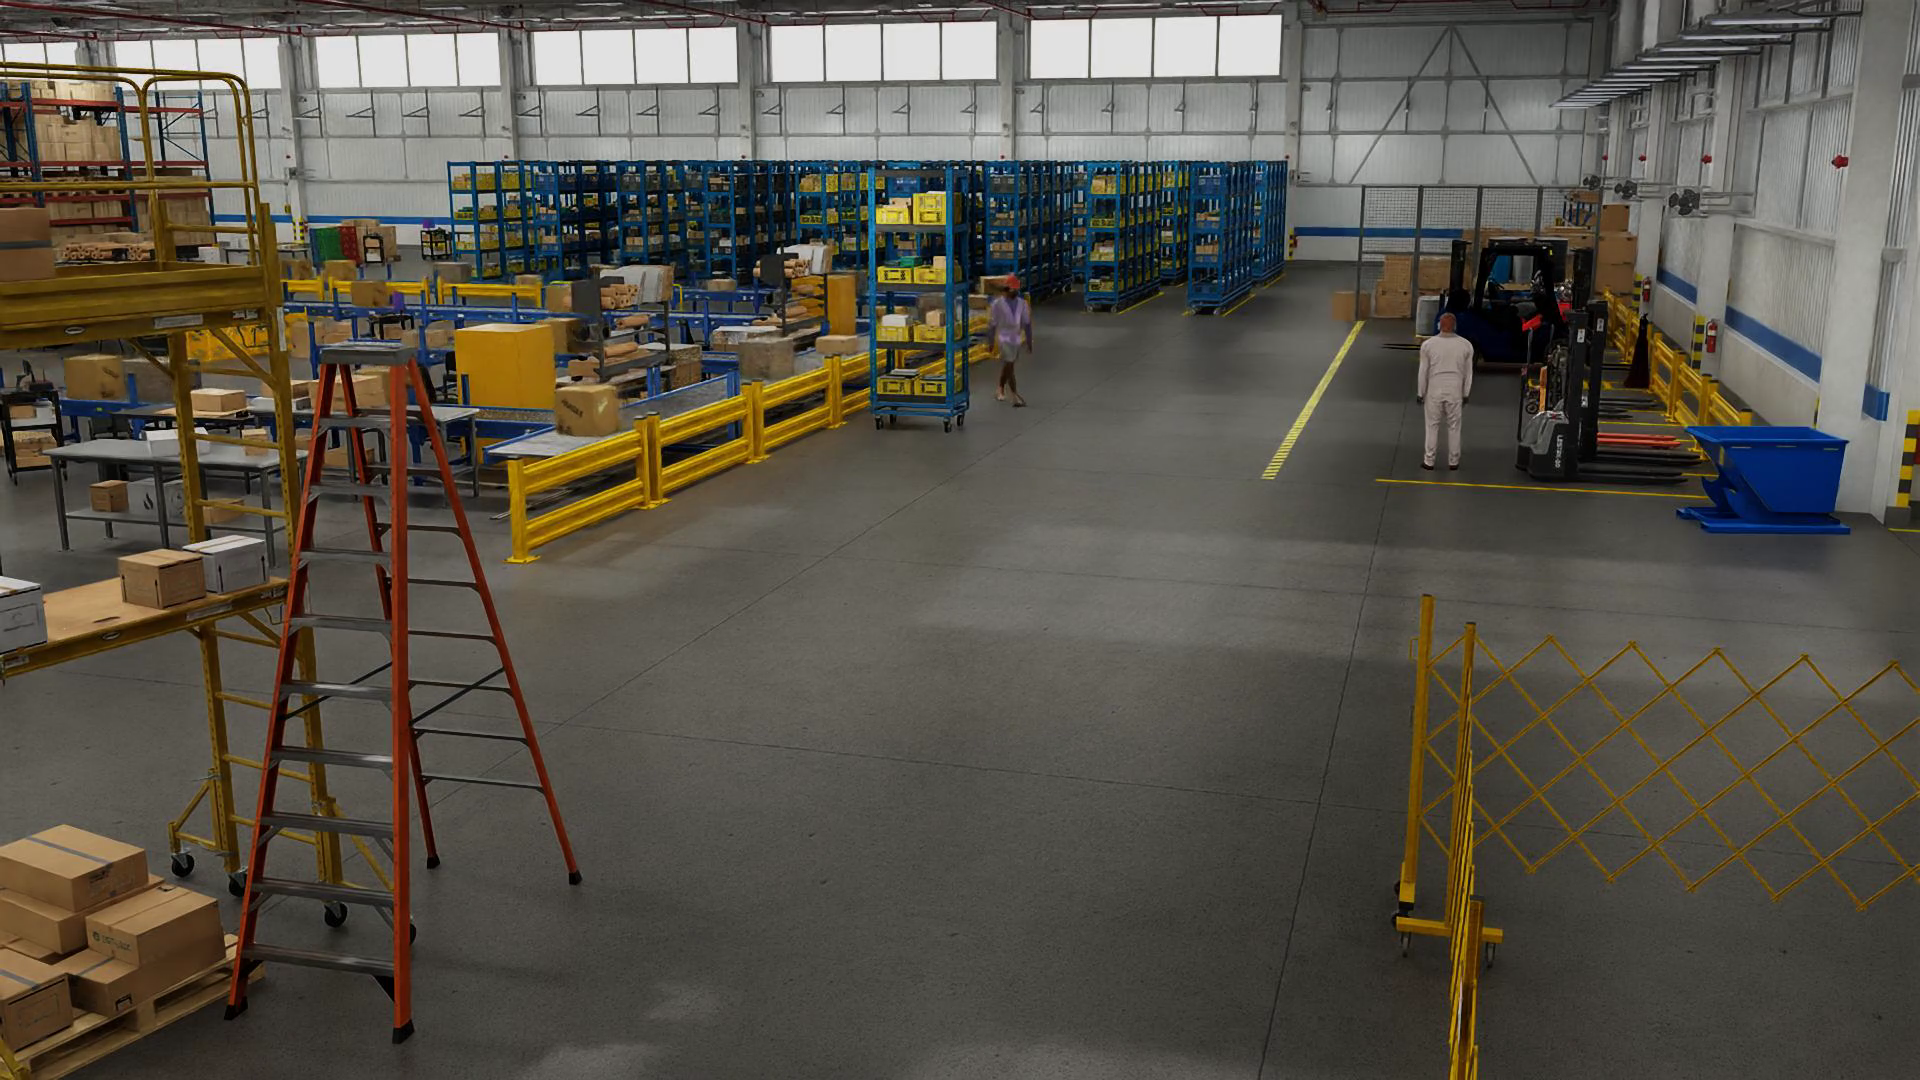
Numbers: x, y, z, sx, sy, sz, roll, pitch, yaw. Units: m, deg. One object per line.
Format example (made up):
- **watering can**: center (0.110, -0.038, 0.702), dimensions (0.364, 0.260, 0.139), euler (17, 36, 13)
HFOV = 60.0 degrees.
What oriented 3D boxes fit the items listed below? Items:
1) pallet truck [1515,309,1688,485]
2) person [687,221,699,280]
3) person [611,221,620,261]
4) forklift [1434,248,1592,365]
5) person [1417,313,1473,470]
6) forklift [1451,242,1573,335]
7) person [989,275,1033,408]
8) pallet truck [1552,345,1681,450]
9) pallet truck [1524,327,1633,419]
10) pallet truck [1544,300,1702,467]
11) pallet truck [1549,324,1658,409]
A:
- **pallet truck**: center (7.554, -1.677, 19.446), dimensions (1.885, 1.965, 0.823), euler (3, 13, 14)
- **person**: center (-8.148, -8.871, 50.878), dimensions (0.404, 1.830, 0.603), euler (-5, 14, -21)
- **person**: center (-10.465, -8.931, 50.904), dimensions (0.416, 1.943, 0.608), euler (7, 15, 29)
- **forklift**: center (9.780, -4.111, 29.280), dimensions (2.680, 1.987, 1.157), euler (3, 13, 14)
- **person**: center (5.850, -1.793, 20.144), dimensions (0.642, 1.909, 0.399), euler (1, 13, 4)
- **forklift**: center (10.464, -4.597, 31.405), dimensions (2.680, 1.987, 1.157), euler (4, 14, 16)
- **person**: center (0.767, -3.047, 25.395), dimensions (0.619, 1.987, 1.082), euler (-6, 14, -24)
- **pallet truck**: center (8.641, -1.896, 21.908), dimensions (1.630, 1.274, 0.653), euler (4, 14, 16)
- **pallet truck**: center (9.065, -2.460, 24.370), dimensions (1.522, 1.261, 0.704), euler (3, 13, 14)
- **pallet truck**: center (8.263, -1.952, 20.631), dimensions (1.885, 1.965, 0.823), euler (5, 14, 20)
- **pallet truck**: center (9.824, -2.669, 25.407), dimensions (1.601, 1.201, 0.680), euler (4, 14, 16)
